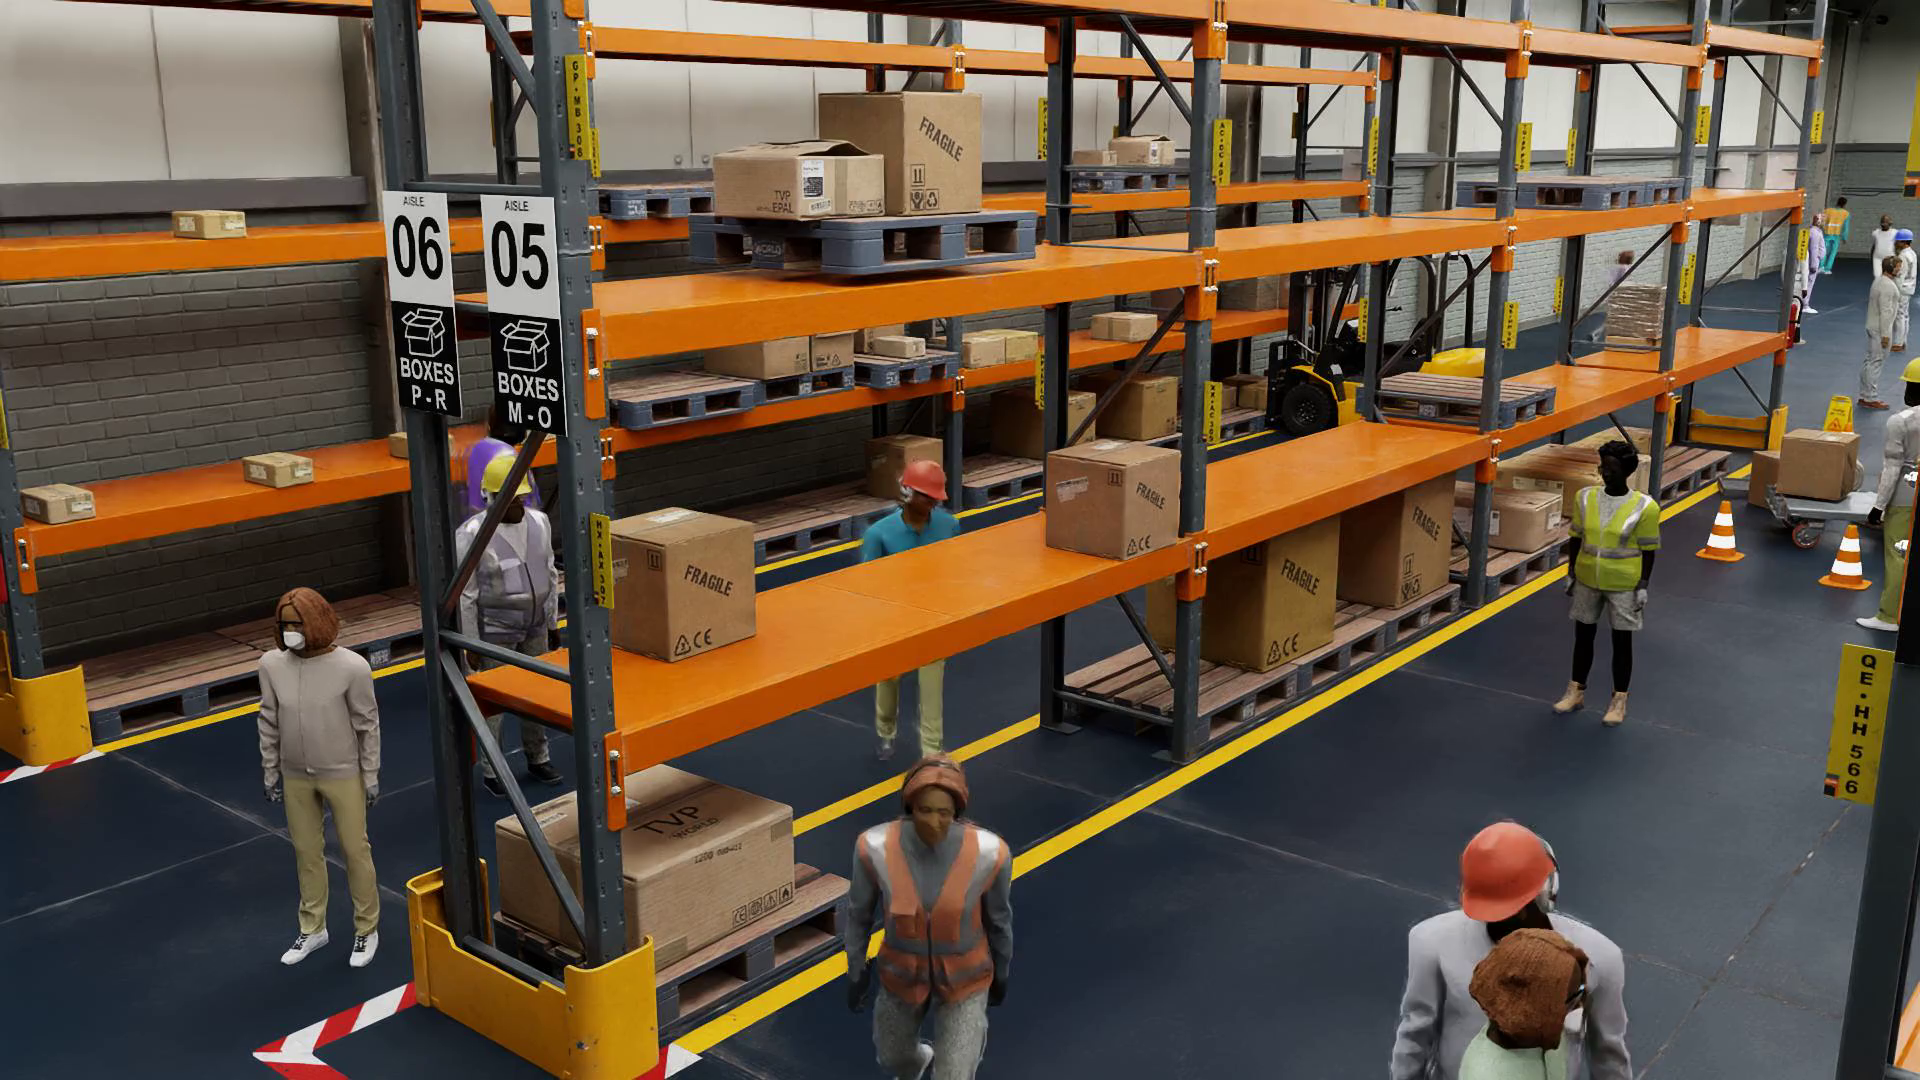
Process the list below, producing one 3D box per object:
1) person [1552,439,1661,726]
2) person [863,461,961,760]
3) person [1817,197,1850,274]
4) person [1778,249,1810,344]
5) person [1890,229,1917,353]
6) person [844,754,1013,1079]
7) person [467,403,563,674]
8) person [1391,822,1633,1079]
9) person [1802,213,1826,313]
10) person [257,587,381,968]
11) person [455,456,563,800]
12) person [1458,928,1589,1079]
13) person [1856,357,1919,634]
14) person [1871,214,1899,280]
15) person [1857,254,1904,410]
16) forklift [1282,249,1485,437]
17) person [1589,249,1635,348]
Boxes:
[{"bbox_3d":[3.807,0.248,9.769,0.321,1.696,0.537,-13,19,-42],"label":"person"},{"bbox_3d":[-0.254,0.428,8.985,0.630,1.708,0.818,-4,14,-15],"label":"person"},{"bbox_3d":[21.341,-7.429,40.671,0.660,1.870,0.638,8,16,30],"label":"person"},{"bbox_3d":[13.736,-4.166,27.357,0.355,1.883,0.573,-2,14,-9],"label":"person"},{"bbox_3d":[14.870,-3.934,26.311,0.423,1.940,0.610,11,18,38],"label":"person"},{"bbox_3d":[-0.084,1.374,5.377,0.534,1.603,0.748,2,14,7],"label":"person"},{"bbox_3d":[-2.752,0.011,10.502,0.812,1.812,0.629,-11,18,-38],"label":"person"},{"bbox_3d":[1.480,1.530,4.495,0.622,1.714,0.482,2,14,9],"label":"person"},{"bbox_3d":[16.449,-5.330,32.064,0.400,1.902,0.642,5,15,20],"label":"person"},{"bbox_3d":[-2.650,0.984,6.900,0.509,1.632,0.267,2,14,6],"label":"person"},{"bbox_3d":[-2.343,0.451,8.694,0.406,1.824,0.585,11,18,39],"label":"person"},{"bbox_3d":[1.321,1.688,4.052,0.277,1.626,0.502,11,18,38],"label":"person"},{"bbox_3d":[6.584,-0.306,11.545,0.586,1.928,0.369,-4,14,-17],"label":"person"},{"bbox_3d":[18.796,-5.715,33.832,0.534,1.811,0.789,9,17,33],"label":"person"},{"bbox_3d":[11.601,-2.619,20.940,0.361,1.939,0.635,4,14,17],"label":"person"},{"bbox_3d":[4.886,-2.214,18.767,2.313,2.155,1.214,11,18,38],"label":"forklift"},{"bbox_3d":[10.462,-3.805,26.423,0.690,1.620,0.518,2,14,8],"label":"person"}]
